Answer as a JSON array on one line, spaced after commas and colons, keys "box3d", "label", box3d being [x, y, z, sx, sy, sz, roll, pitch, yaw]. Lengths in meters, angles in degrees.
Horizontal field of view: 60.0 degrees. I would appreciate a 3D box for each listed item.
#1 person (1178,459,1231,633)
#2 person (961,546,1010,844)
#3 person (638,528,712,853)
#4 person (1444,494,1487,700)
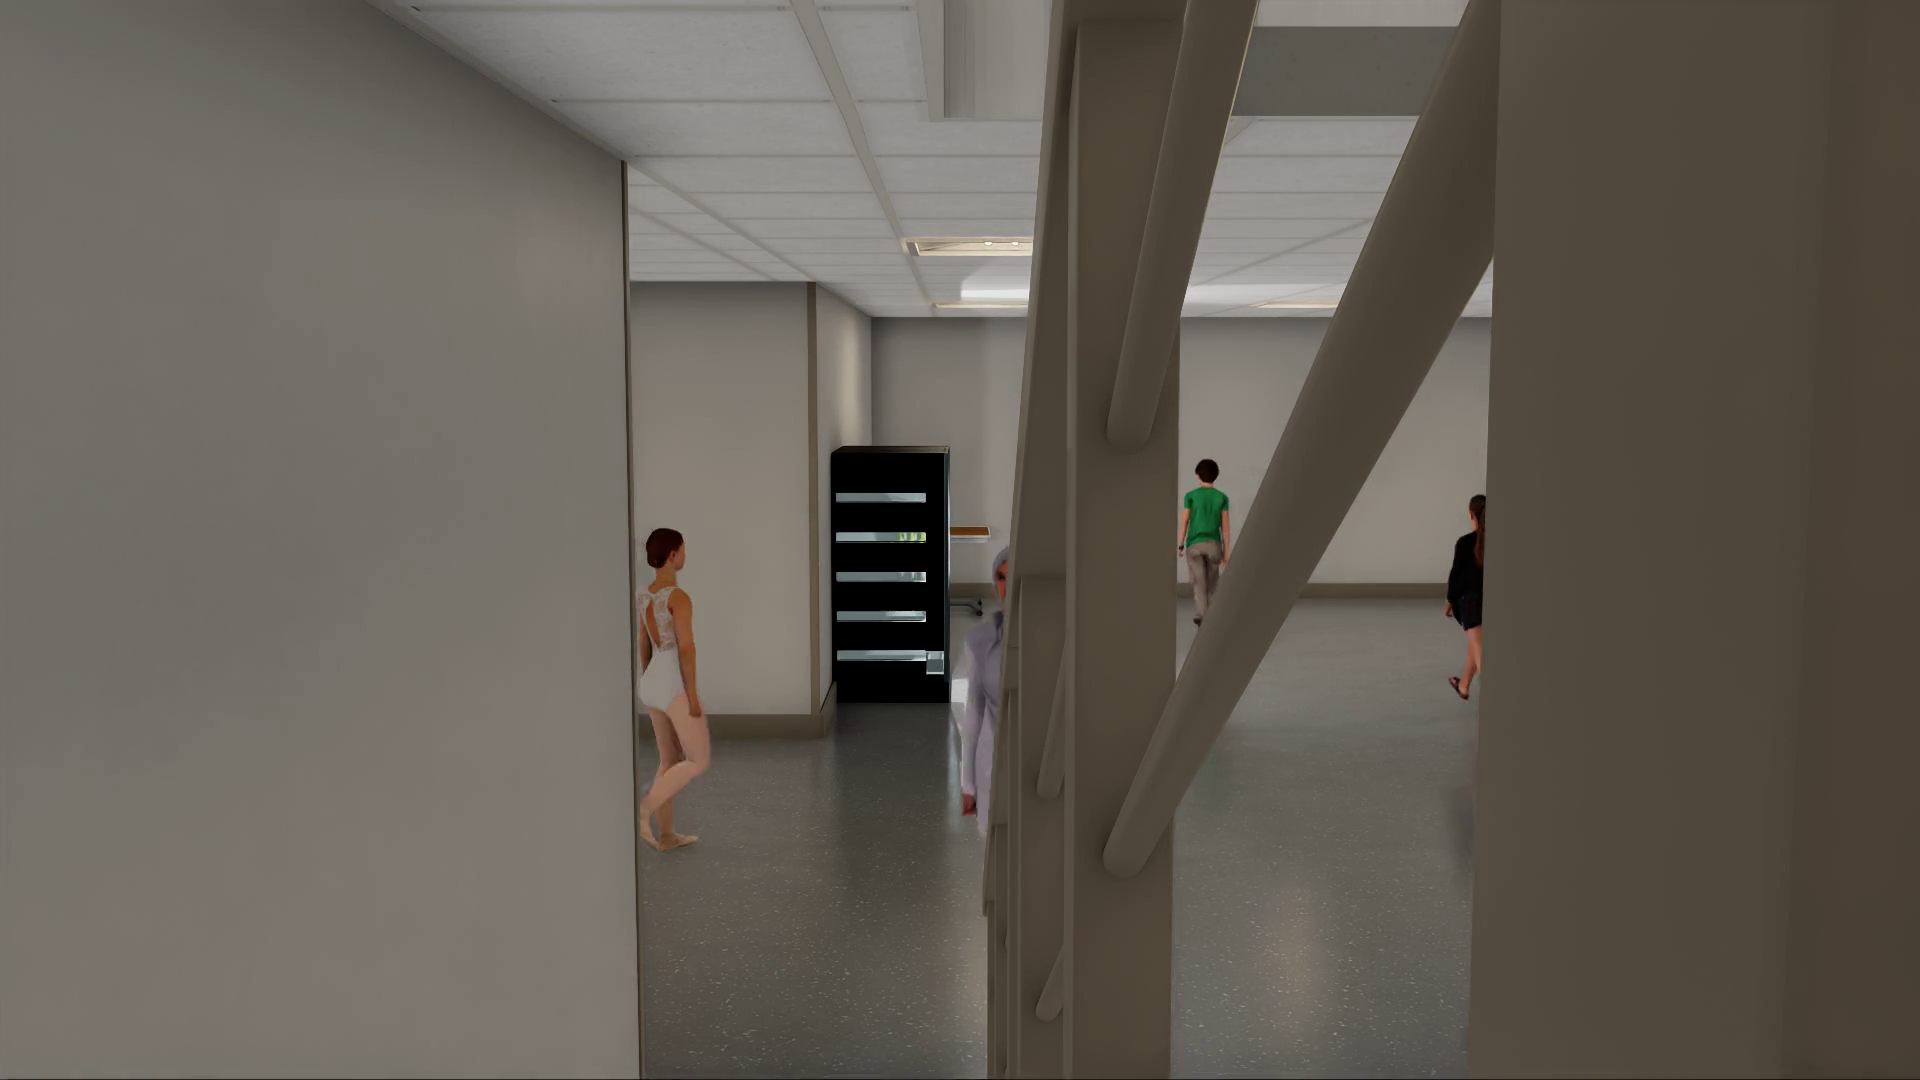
[{"box3d": [2.171, 0.129, 14.687, 0.657, 1.609, 1.118, -1, 6, -6], "label": "person"}, {"box3d": [0.264, 0.899, 6.260, 0.766, 1.764, 0.880, 2, 6, 19], "label": "person"}, {"box3d": [-1.494, 0.772, 8.189, 0.840, 1.631, 0.783, -5, 8, -43], "label": "person"}, {"box3d": [3.686, 0.471, 11.739, 0.669, 1.519, 1.080, -1, 6, -11], "label": "person"}]
